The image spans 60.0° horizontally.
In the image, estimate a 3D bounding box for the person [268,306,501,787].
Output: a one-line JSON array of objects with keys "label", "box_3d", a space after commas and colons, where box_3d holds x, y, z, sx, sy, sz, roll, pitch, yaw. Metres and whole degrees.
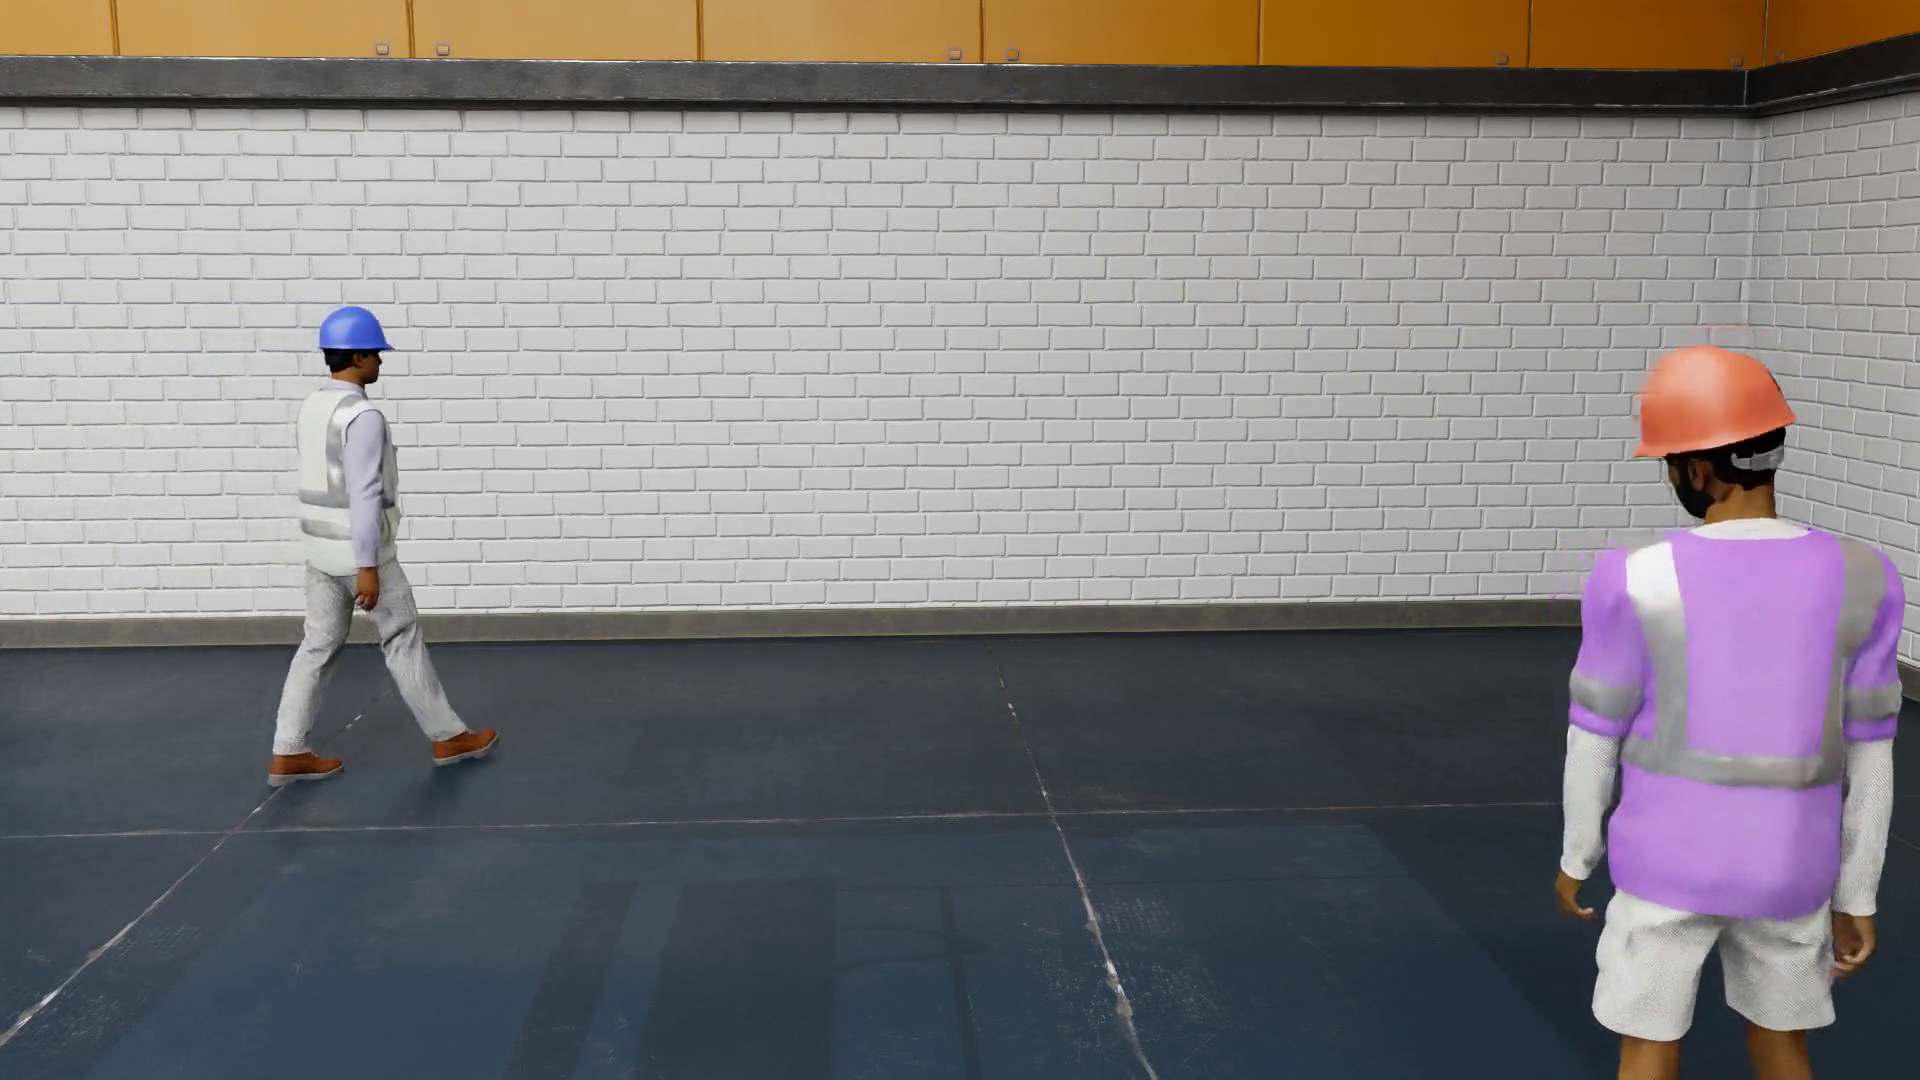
[{"label": "person", "box_3d": [-2.386, 0.020, 6.685, 0.916, 1.901, 0.632, -9, 13, -44]}]

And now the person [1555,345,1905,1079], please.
[{"label": "person", "box_3d": [1.412, 0.604, 3.087, 0.580, 1.886, 0.545, 1, 9, 9]}]
